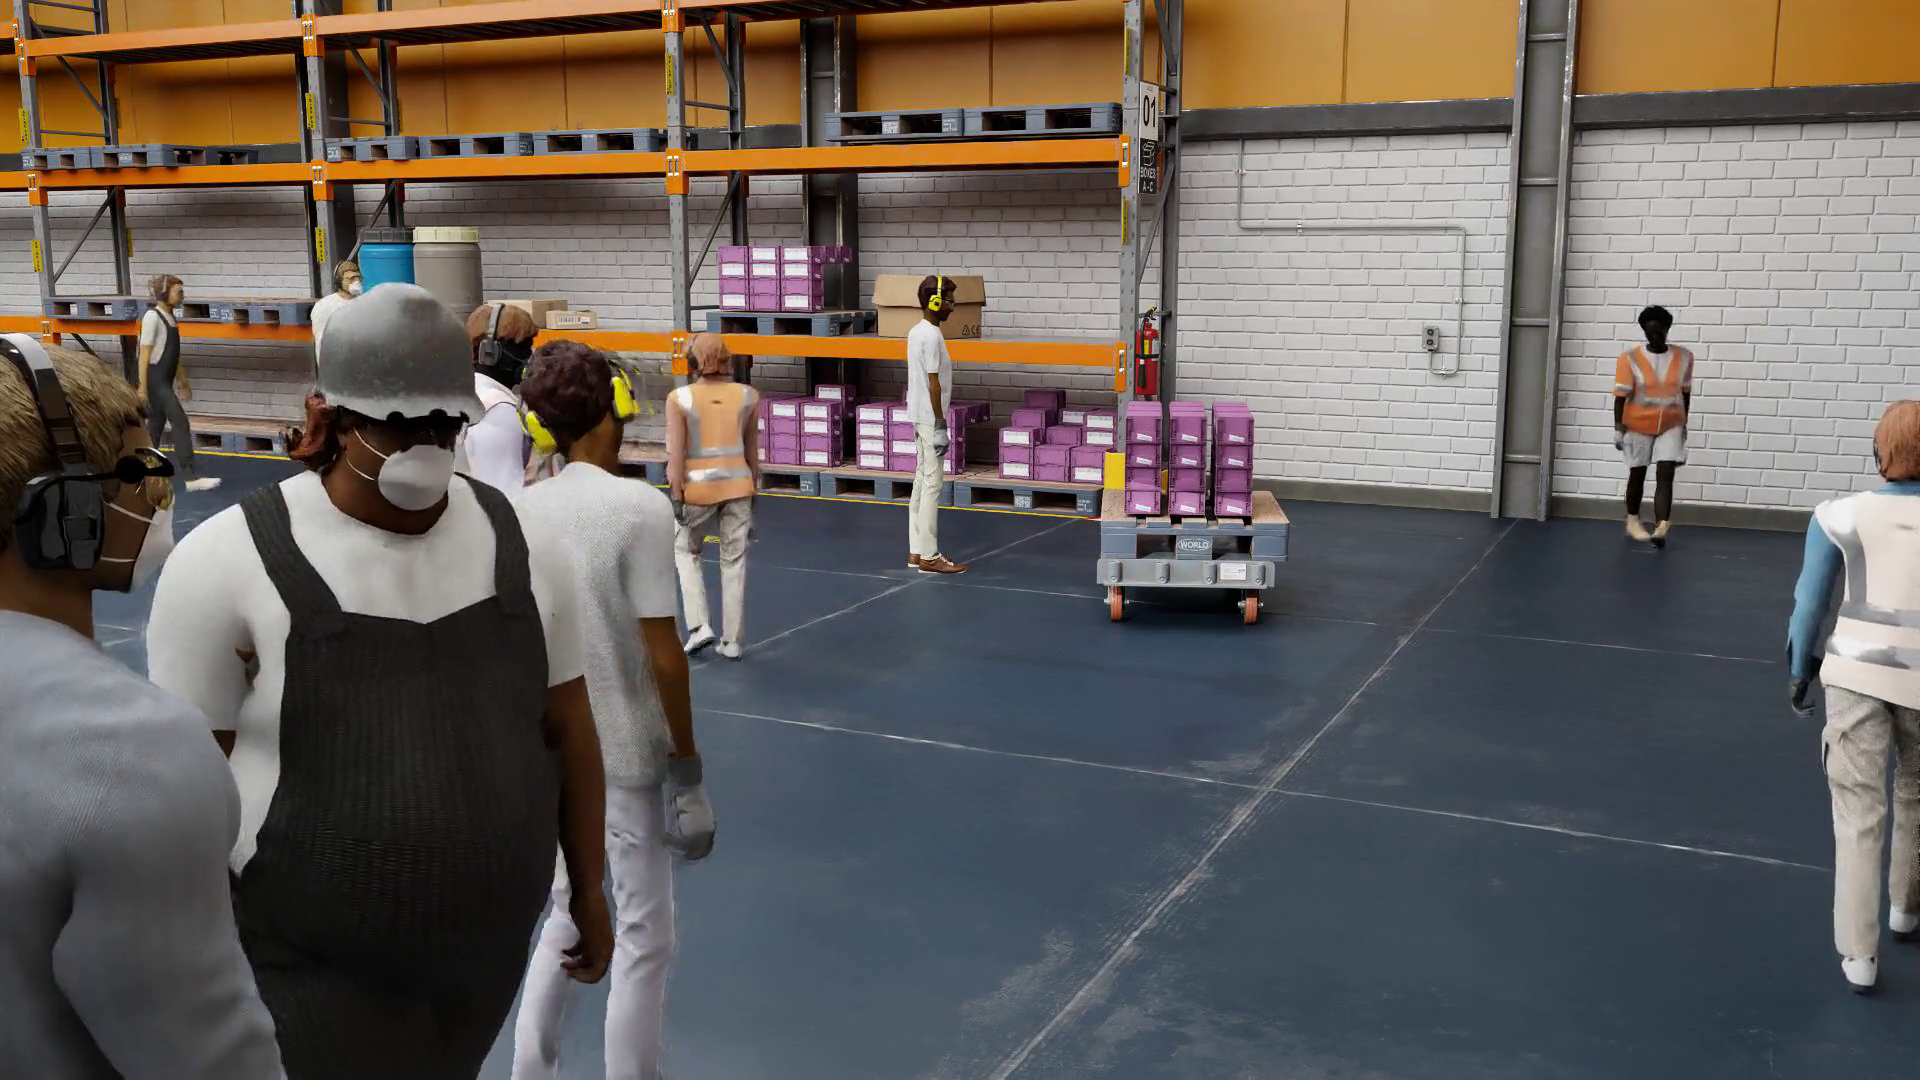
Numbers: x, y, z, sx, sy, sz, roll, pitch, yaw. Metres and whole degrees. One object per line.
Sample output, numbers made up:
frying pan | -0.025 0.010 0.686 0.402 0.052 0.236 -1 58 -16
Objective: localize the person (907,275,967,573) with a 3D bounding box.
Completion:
person | -0.165 -0.722 10.457 0.329 1.865 0.511 -3 10 -15

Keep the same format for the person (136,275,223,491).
person | -6.558 -1.295 13.895 0.815 1.806 0.532 -2 10 -12

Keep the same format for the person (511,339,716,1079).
person | -0.788 0.508 3.542 0.651 1.826 0.365 9 13 42

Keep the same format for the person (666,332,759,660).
person | -1.210 -0.211 8.210 0.509 1.622 0.383 -5 11 -25

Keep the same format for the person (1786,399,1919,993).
person | 2.630 0.408 4.695 0.542 1.598 0.795 5 11 29

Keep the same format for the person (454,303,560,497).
person | -1.598 0.100 5.824 0.430 1.839 0.625 -5 11 -28

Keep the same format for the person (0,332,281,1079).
person | -0.940 0.752 1.803 0.628 1.940 0.373 6 11 30

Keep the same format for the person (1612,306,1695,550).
person | 4.681 -0.758 11.257 0.546 1.641 0.845 1 10 8

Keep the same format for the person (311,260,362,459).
person | -4.948 -1.298 13.535 0.379 1.940 0.629 6 11 30
